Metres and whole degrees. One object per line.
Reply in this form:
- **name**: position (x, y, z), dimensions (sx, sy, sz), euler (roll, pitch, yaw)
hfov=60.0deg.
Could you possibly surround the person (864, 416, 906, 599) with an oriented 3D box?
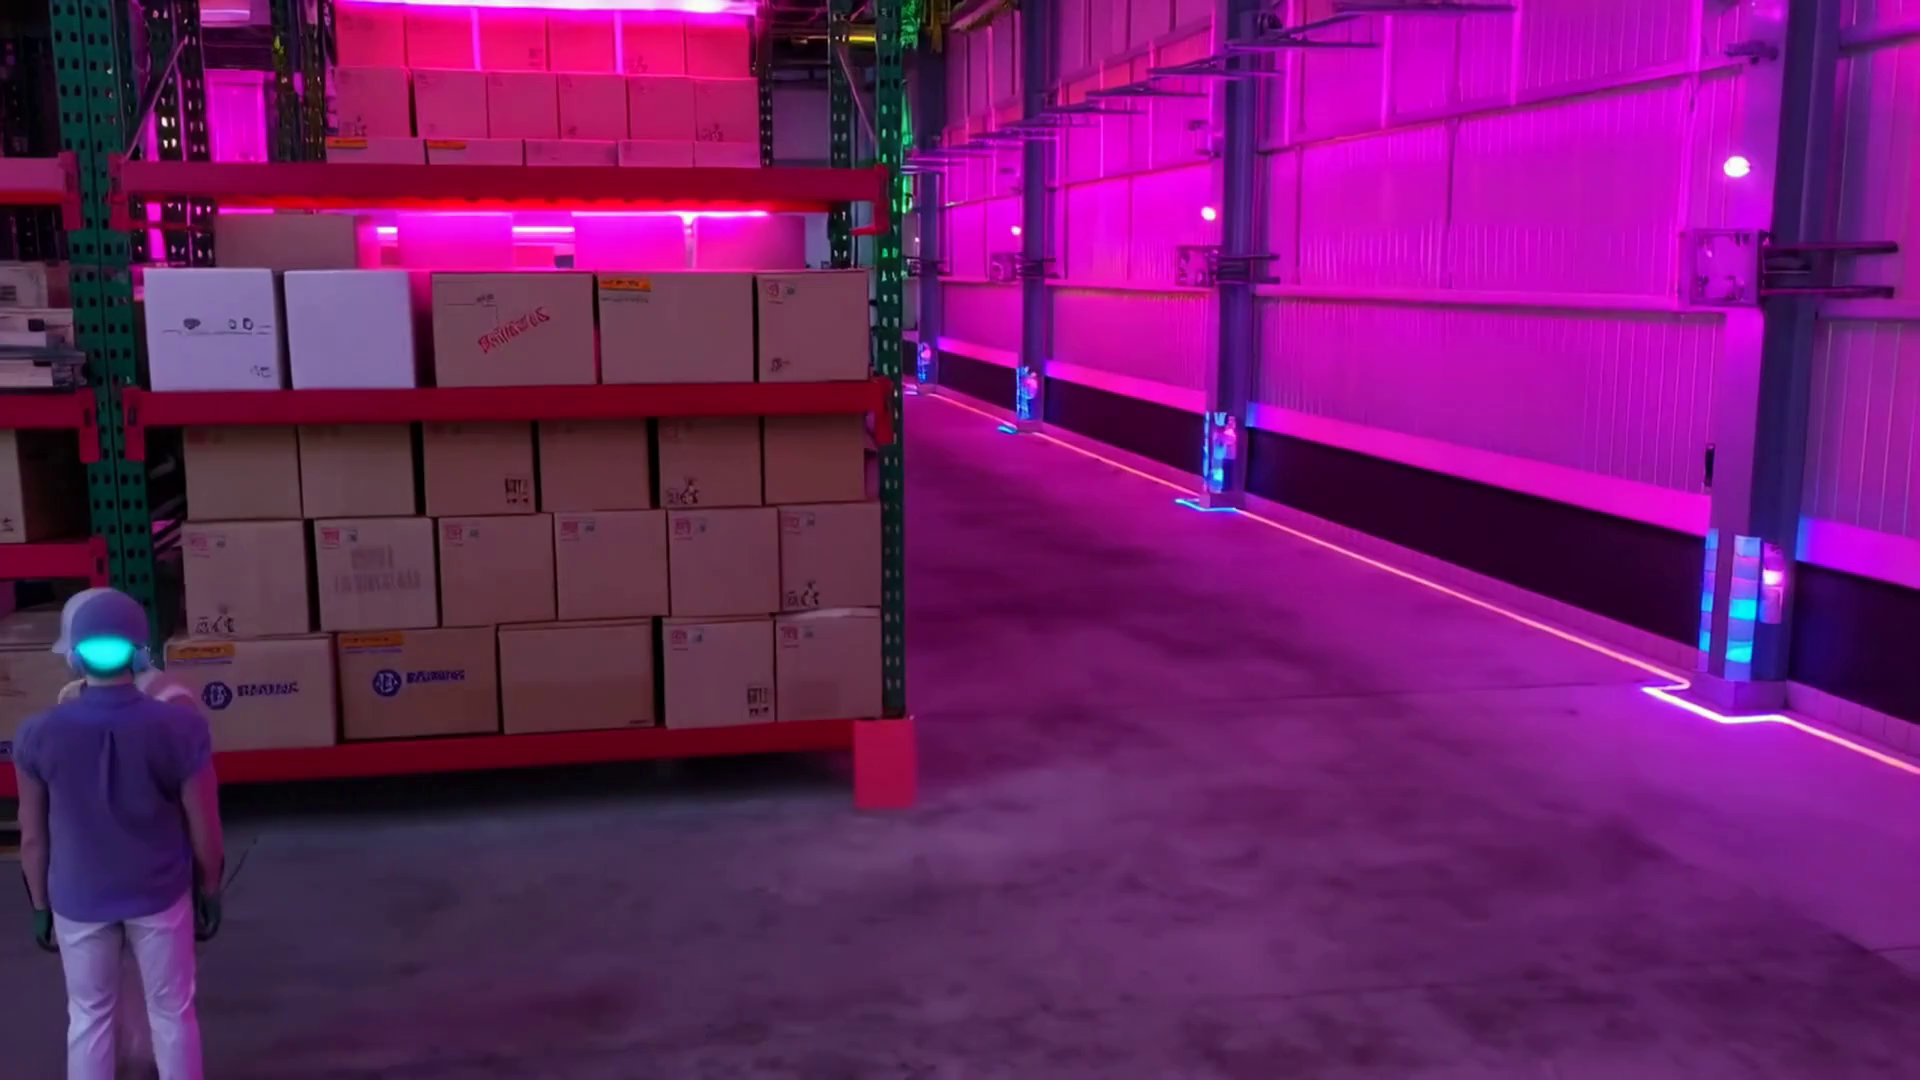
- **person**: position (-0.755, -0.308, 15.225), dimensions (0.540, 1.717, 0.917), euler (-3, 10, -16)

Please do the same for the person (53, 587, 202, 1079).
- **person**: position (-3.009, 1.116, 5.883), dimensions (0.660, 1.925, 0.536), euler (4, 10, 24)

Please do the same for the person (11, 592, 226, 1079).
- **person**: position (-2.751, 1.155, 5.499), dimensions (0.608, 1.986, 0.400), euler (-3, 10, -20)
